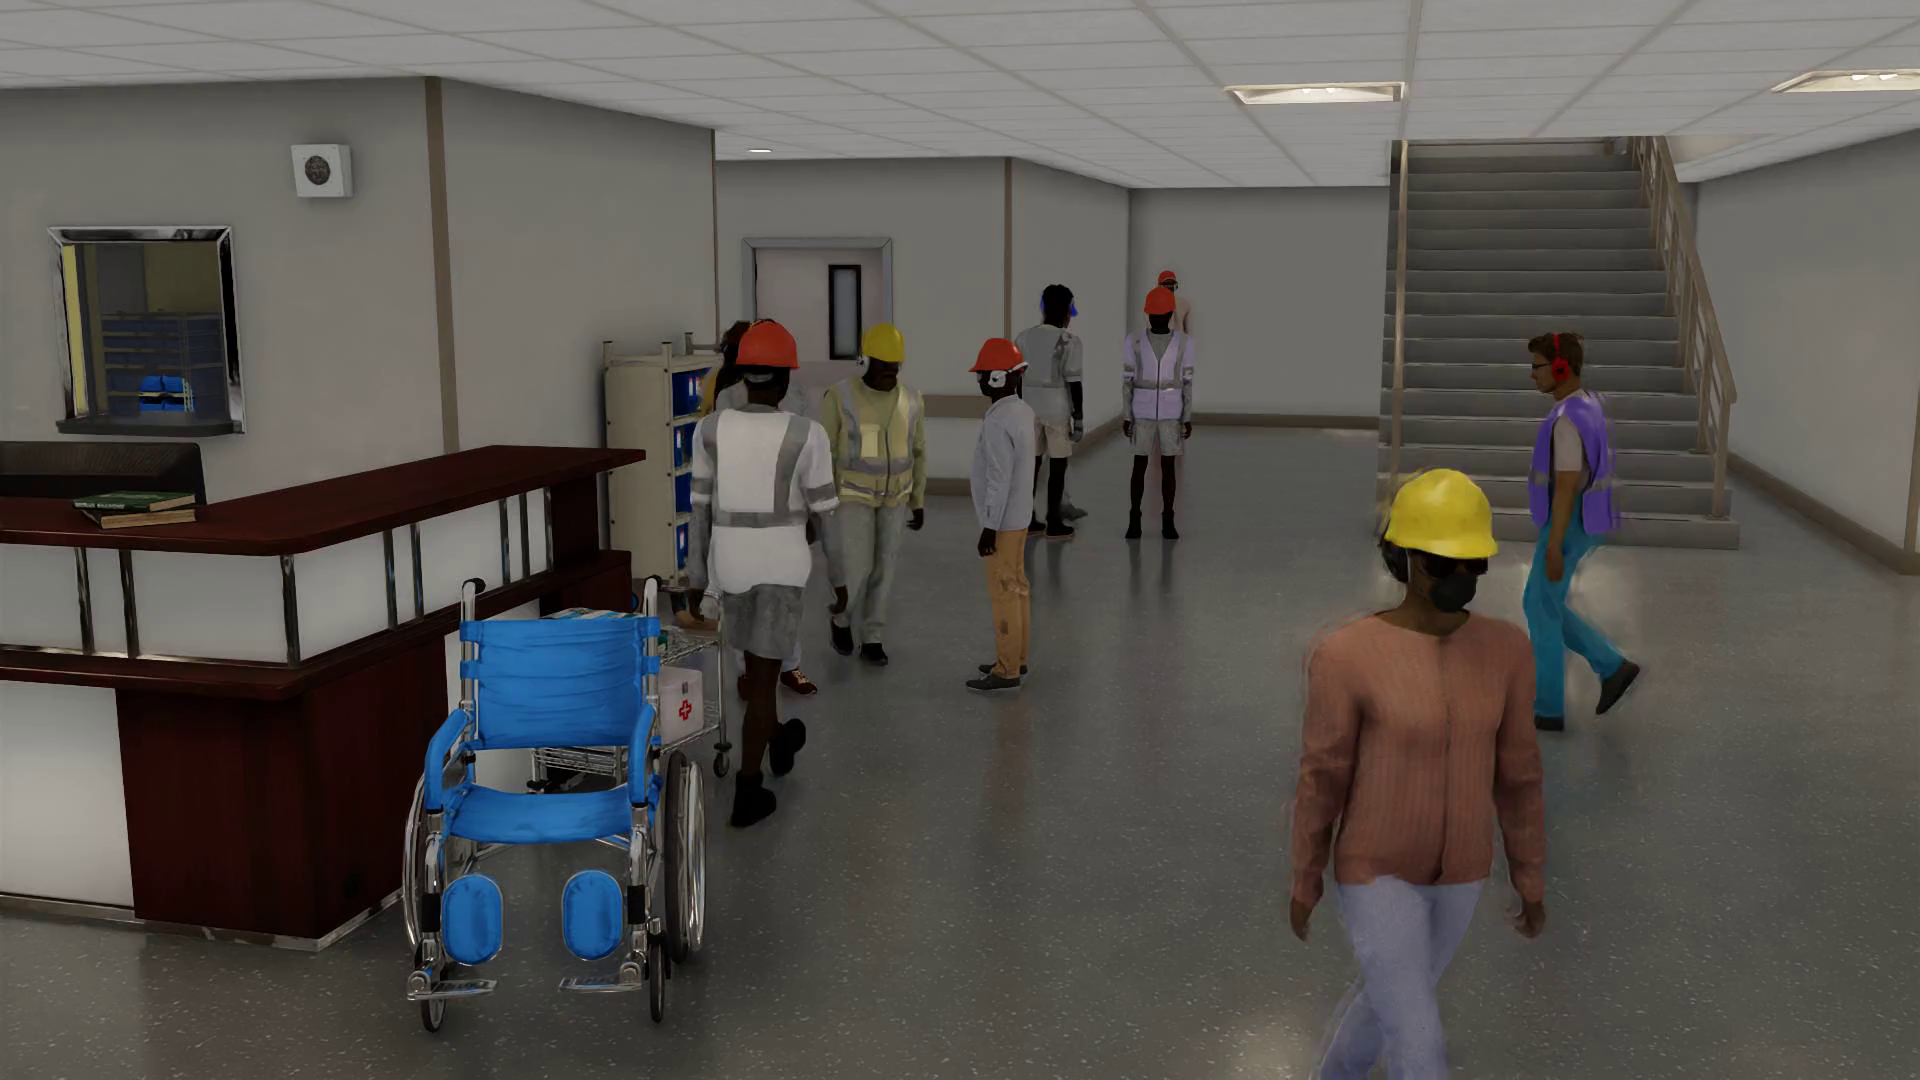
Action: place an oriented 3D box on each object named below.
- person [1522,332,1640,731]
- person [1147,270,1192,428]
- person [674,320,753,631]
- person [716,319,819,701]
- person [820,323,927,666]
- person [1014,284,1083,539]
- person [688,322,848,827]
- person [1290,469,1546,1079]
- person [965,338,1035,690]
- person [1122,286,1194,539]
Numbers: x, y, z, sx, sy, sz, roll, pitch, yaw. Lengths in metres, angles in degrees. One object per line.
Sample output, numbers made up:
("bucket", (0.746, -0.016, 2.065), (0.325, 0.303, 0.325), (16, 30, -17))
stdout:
("person", (2.764, -0.028, 7.523), (0.502, 1.817, 0.591), (5, 11, 25))
("person", (2.607, -2.382, 20.898), (0.611, 1.985, 0.393), (-2, 10, -14))
("person", (-1.307, -0.330, 9.370), (0.837, 1.812, 0.429), (10, 14, 44))
("person", (-0.927, -0.144, 8.104), (0.510, 1.861, 0.324), (-6, 11, -30))
("person", (-0.445, -0.230, 8.744), (0.604, 1.807, 0.432), (-5, 11, -27))
("person", (0.690, -0.975, 12.727), (0.621, 1.950, 0.388), (7, 12, 37))
("person", (-0.713, 0.100, 6.541), (0.575, 1.891, 0.949), (3, 10, 17))
("person", (0.975, 0.693, 3.569), (0.534, 1.724, 0.924), (-3, 10, -18))
("person", (0.199, -0.128, 8.309), (0.329, 1.751, 0.568), (2, 10, 14))
("person", (1.509, -0.964, 12.711), (0.542, 1.930, 0.375), (1, 10, 5))
